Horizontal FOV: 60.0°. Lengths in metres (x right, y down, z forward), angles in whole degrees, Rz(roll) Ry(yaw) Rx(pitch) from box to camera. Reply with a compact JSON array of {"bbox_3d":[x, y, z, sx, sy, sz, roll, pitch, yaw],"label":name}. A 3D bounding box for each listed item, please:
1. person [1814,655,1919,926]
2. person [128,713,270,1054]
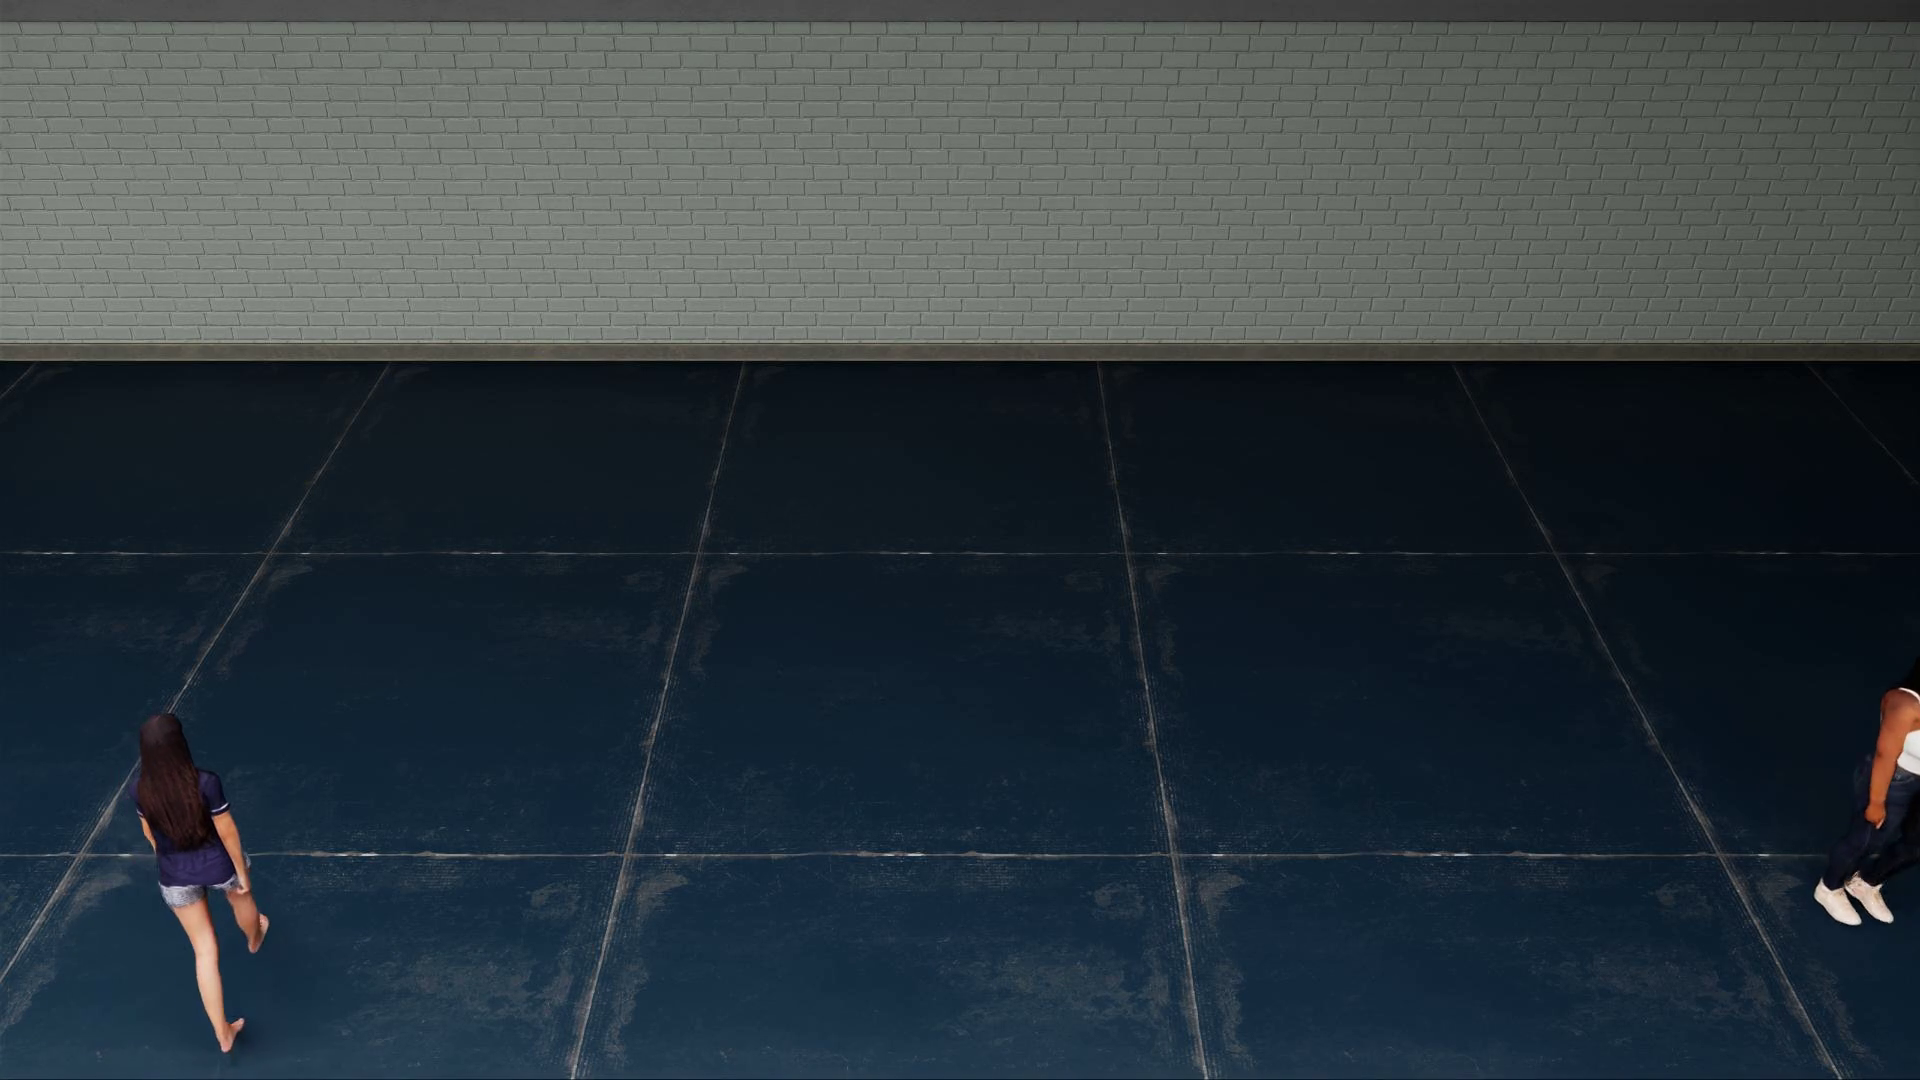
[{"bbox_3d":[4.628,1.169,8.331,0.744,1.797,0.756,-12,35,-17],"label":"person"},{"bbox_3d":[-3.536,1.613,7.722,0.761,1.716,1.189,-6,34,-10],"label":"person"}]
